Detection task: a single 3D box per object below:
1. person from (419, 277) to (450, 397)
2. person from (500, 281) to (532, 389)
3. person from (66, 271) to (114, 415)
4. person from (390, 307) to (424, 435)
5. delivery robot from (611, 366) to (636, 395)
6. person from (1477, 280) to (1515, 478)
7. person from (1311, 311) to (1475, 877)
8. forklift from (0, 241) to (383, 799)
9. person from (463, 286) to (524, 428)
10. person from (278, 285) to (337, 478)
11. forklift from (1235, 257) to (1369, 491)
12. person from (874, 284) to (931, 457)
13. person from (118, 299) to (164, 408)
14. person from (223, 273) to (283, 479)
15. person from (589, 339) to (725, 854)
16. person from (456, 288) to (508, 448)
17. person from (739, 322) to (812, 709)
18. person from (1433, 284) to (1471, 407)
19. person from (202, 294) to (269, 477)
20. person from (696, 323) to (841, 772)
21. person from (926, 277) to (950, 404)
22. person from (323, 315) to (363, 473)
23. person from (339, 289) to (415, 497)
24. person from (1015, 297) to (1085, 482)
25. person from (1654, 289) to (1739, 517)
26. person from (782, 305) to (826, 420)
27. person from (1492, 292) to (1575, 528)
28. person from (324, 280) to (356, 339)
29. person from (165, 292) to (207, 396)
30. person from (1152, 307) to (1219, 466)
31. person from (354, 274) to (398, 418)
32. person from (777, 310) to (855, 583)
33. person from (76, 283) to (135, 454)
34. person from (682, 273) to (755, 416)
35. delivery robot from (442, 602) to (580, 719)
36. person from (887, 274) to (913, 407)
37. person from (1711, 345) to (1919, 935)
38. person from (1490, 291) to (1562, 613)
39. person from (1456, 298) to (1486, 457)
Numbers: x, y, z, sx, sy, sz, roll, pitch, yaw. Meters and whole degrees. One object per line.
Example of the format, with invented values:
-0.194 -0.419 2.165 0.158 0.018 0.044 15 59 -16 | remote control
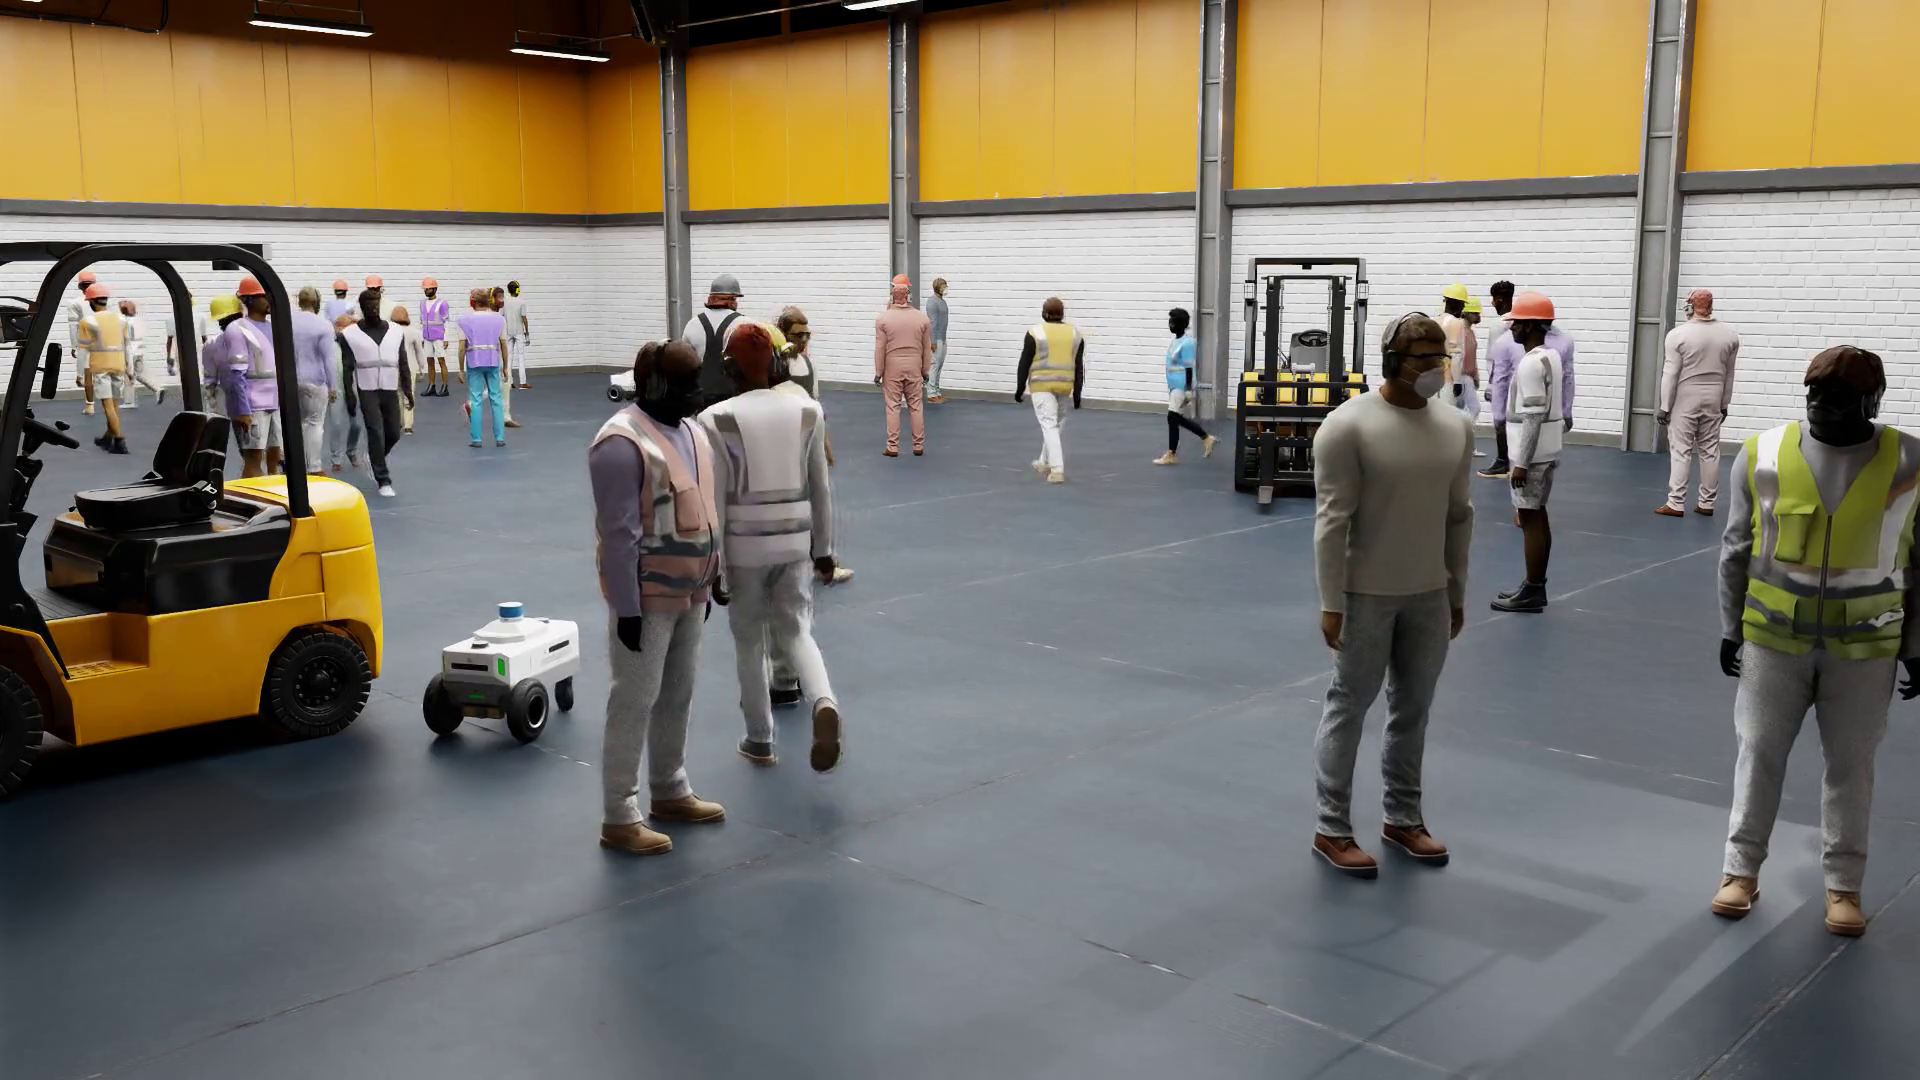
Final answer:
-8.550 -3.288 26.988 0.553 1.935 0.363 4 10 21 | person
-7.689 -3.540 28.745 0.538 1.869 0.313 2 9 10 | person
-12.322 -2.793 23.627 0.608 2.044 0.370 -8 12 -39 | person
-7.043 -2.143 21.027 0.525 1.588 0.851 -2 10 -13 | person
-5.069 -2.471 25.917 0.707 0.478 0.477 3 10 16 | delivery robot
5.407 -1.597 16.556 0.388 1.958 0.601 9 13 43 | person
1.487 0.187 5.721 0.632 1.933 0.374 -4 10 -22 | person
-3.706 -0.171 7.093 1.214 2.155 2.313 9 13 43 | forklift
-6.086 -2.371 21.638 0.689 1.851 0.526 1 9 7 | person
-6.388 -1.516 16.201 0.683 1.914 0.532 2 9 12 | person
3.309 -1.629 16.029 1.214 2.155 2.313 2 9 11 | forklift
-0.647 -1.871 18.405 0.652 1.902 0.402 -3 10 -18 | person
-12.224 -2.757 24.681 0.590 1.621 0.524 1 9 4 | person
-5.441 -1.063 13.010 0.364 2.048 0.608 2 9 11 | person
-1.068 0.196 5.992 0.431 1.833 0.643 4 10 22 | person
-5.532 -1.990 19.309 0.573 1.843 0.376 -5 10 -26 | person
-0.883 -0.111 7.864 0.404 1.822 0.586 1 9 9 | person
5.067 -1.691 17.260 0.381 1.917 0.584 -1 9 -7 | person
-5.610 -0.989 13.080 0.604 1.873 0.886 0 9 0 | person
-0.748 0.055 6.732 0.607 1.858 0.764 -5 10 -28 | person
-0.343 -3.072 25.659 0.353 1.937 0.635 2 10 14 | person
-6.350 -1.508 17.123 0.543 1.624 0.620 -8 12 -39 | person
-5.391 -1.359 15.310 0.632 1.891 0.773 -8 12 -39 | person
0.879 -1.480 16.355 0.620 1.794 0.964 -4 10 -24 | person
6.133 -1.139 13.912 0.642 1.906 0.410 -2 9 -9 | person
-2.029 -2.122 20.825 0.634 1.622 0.522 5 11 29 | person
4.603 -1.048 13.393 0.662 1.887 0.492 0 9 2 | person
-10.011 -3.280 27.085 0.550 1.898 0.861 1 9 5 | person
-9.874 -2.309 21.308 0.504 1.843 0.817 -2 9 -11 | person
2.386 -1.616 17.507 0.657 1.672 0.533 -1 9 -8 | person
-8.096 -2.686 23.124 0.620 1.994 0.381 -2 9 -13 | person
-1.065 -0.620 11.077 0.709 1.811 0.550 6 11 33 | person
-9.661 -1.922 18.711 0.814 1.899 0.568 6 11 32 | person
-1.982 -1.250 14.176 0.684 2.000 0.535 2 10 14 | person
-2.027 0.526 7.545 0.477 0.478 0.707 3 10 16 | delivery robot
-0.901 -2.986 24.962 0.395 1.992 0.623 -4 10 -21 | person
2.706 0.312 5.220 0.624 1.841 0.430 5 11 29 | person
3.428 -0.526 10.048 0.374 1.939 0.545 6 11 31 | person
5.630 -1.776 18.270 0.622 1.742 0.554 4 10 26 | person
